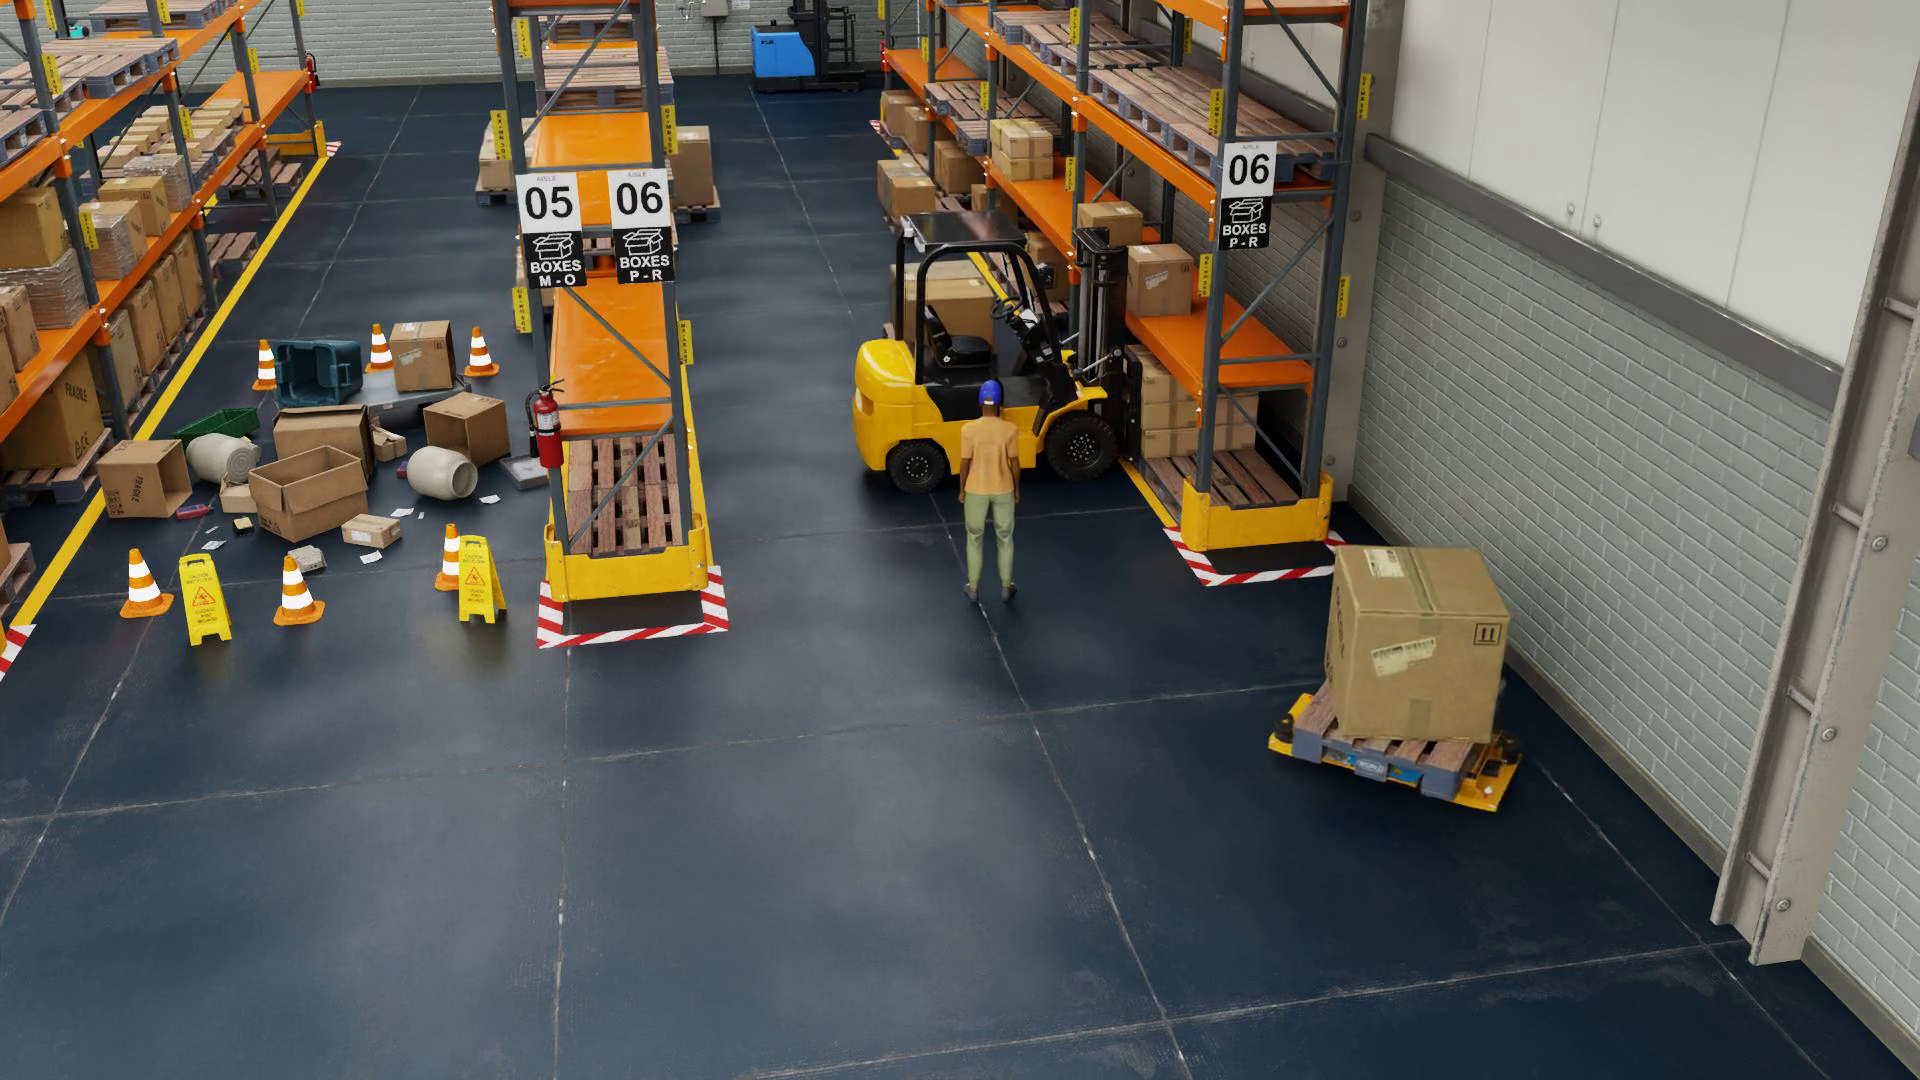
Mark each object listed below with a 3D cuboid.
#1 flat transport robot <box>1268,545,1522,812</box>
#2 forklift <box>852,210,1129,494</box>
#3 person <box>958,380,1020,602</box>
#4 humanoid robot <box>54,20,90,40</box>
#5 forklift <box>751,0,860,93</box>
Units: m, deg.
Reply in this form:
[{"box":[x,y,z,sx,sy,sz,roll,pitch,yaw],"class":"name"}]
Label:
[{"box":[2.736,1.285,10.452,1.431,0.231,0.659,14,29,27],"class":"flat transport robot"},{"box":[0.216,-1.659,14.366,2.313,2.155,1.214,-5,26,-10],"class":"forklift"},{"box":[0.215,-0.363,12.210,0.457,1.717,0.353,-1,26,-1],"class":"person"},{"box":[-14.535,-7.750,27.591,0.546,1.776,0.882,-21,33,-37],"class":"humanoid robot"},{"box":[-2.872,-9.679,30.288,1.873,2.768,1.129,-5,26,-10],"class":"forklift"}]
